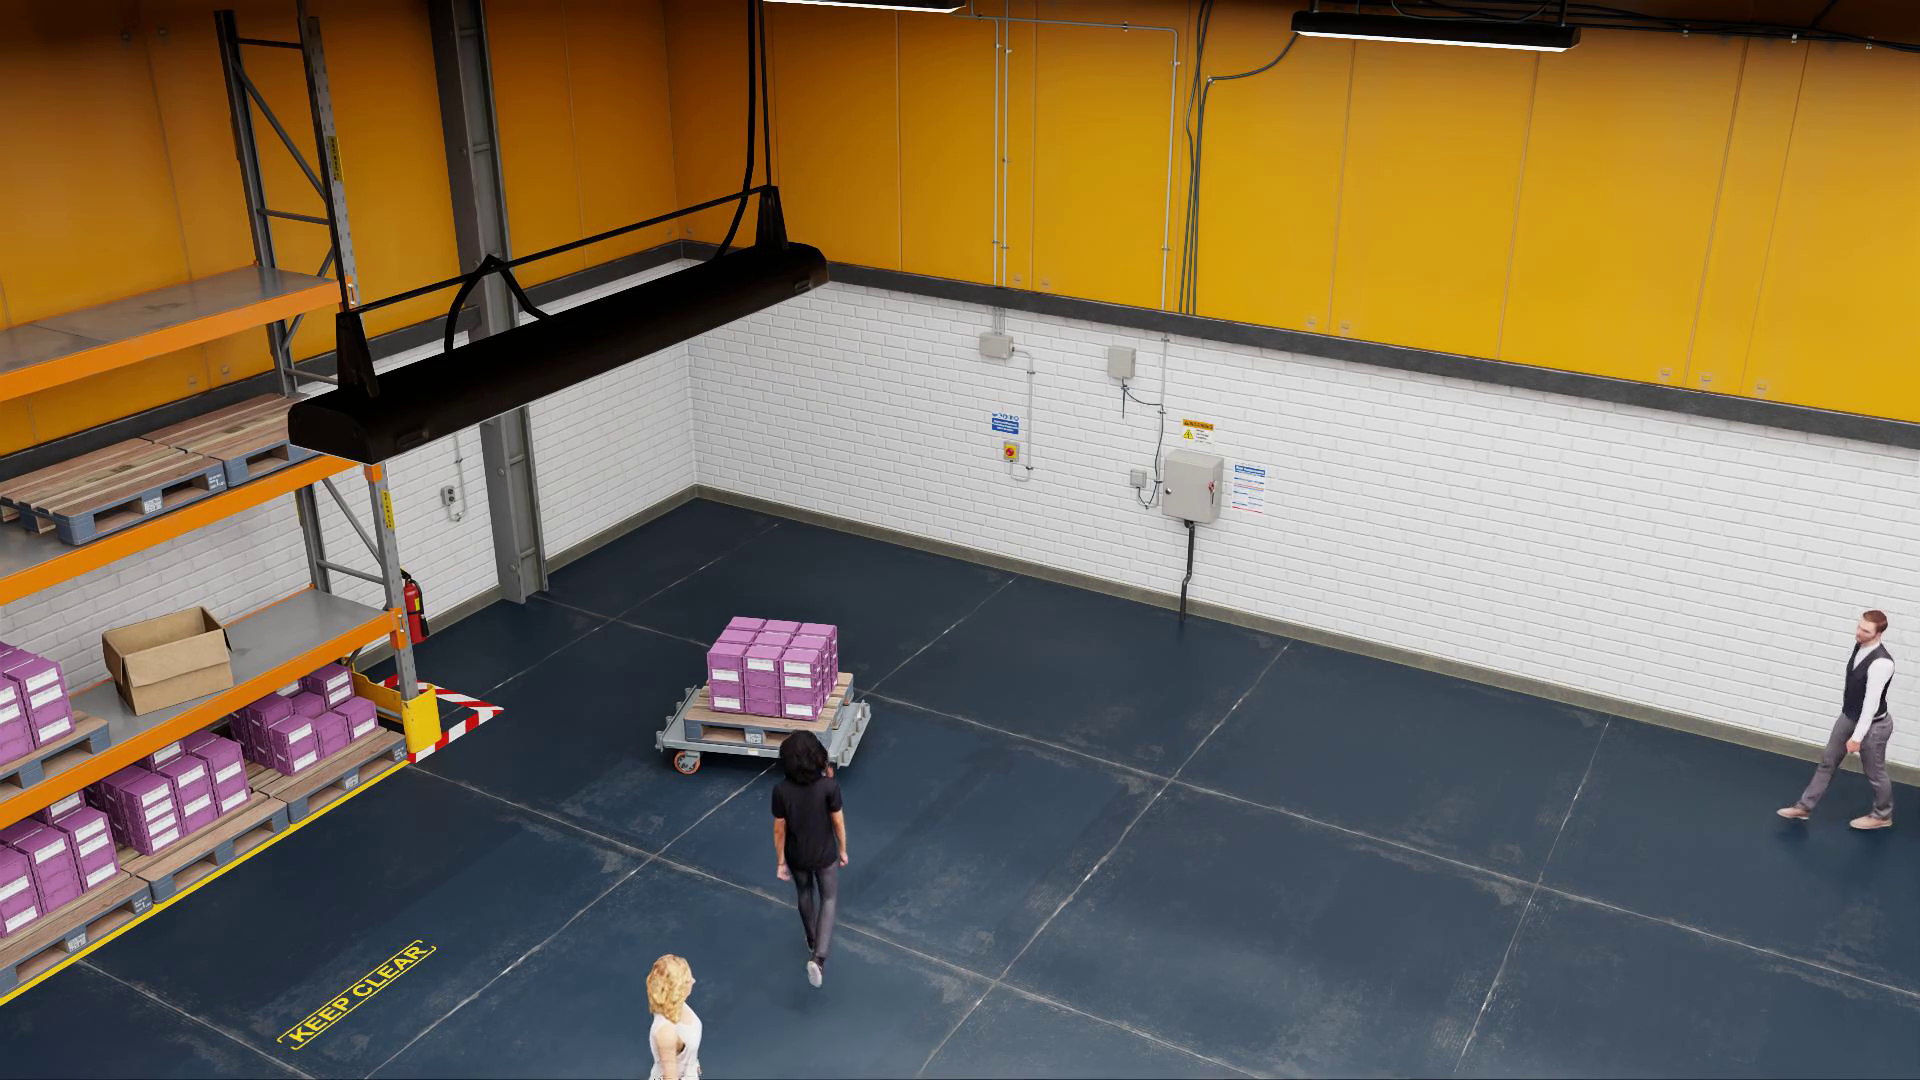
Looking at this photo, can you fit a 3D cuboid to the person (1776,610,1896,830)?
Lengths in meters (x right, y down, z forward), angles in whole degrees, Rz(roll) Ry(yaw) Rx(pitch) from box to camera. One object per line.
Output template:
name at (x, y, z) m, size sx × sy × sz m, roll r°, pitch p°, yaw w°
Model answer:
person at (7.031, 1.393, 12.759) m, size 1.095 × 1.899 × 1.180 m, roll 3°, pitch 24°, yaw 6°

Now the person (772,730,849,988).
person at (-1.001, 2.136, 11.162) m, size 0.950 × 1.816 × 1.132 m, roll 0°, pitch 24°, yaw 0°

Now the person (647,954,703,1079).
person at (-1.651, 3.044, 9.278) m, size 0.787 × 1.661 × 0.709 m, roll -4°, pitch 24°, yaw -8°
